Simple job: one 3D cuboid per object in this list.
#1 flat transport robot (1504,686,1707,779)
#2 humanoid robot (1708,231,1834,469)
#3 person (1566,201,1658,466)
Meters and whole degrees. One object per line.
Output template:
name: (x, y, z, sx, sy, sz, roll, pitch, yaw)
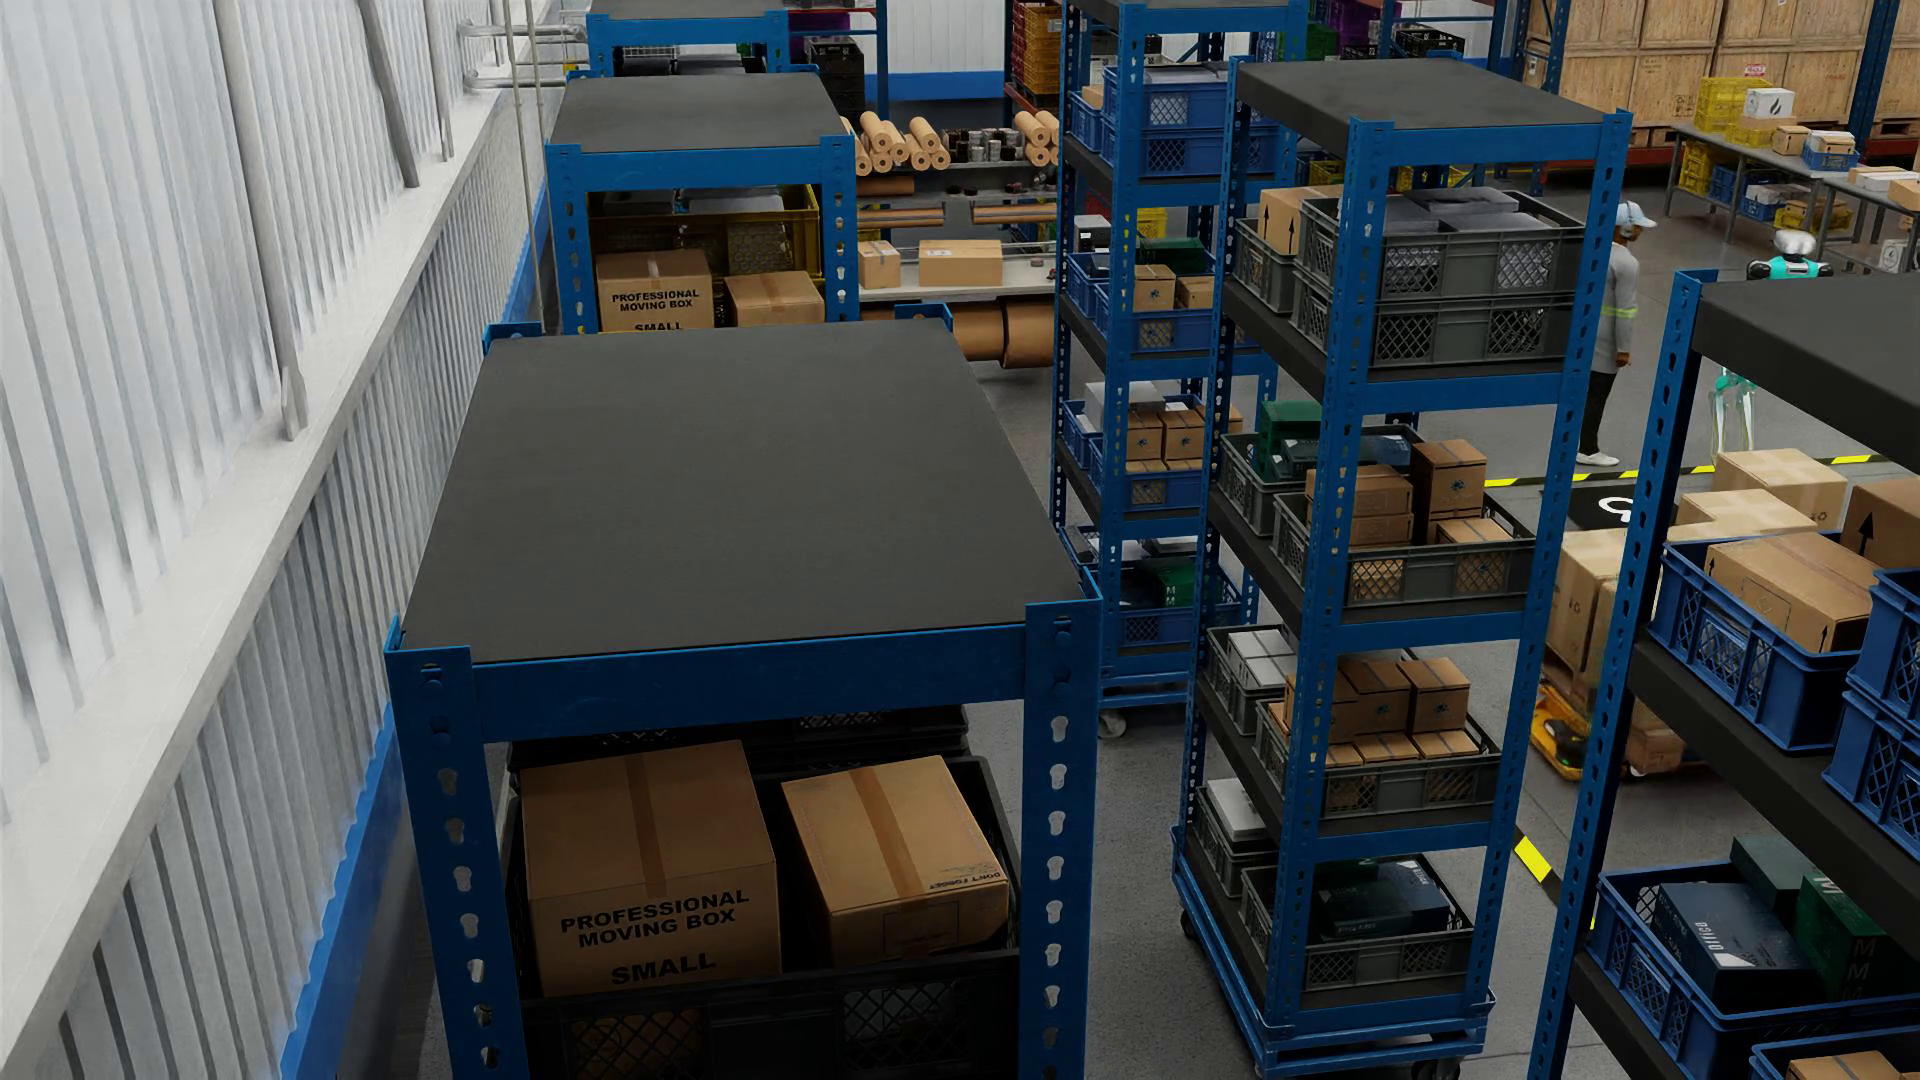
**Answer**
flat transport robot: (3.552, 0.892, 8.325, 1.431, 0.197, 0.652, -4, 25, -8)
humanoid robot: (5.371, -1.302, 11.217, 0.533, 1.672, 0.735, 1, 25, 2)
person: (4.474, -1.427, 11.507, 0.384, 1.849, 0.597, -5, 25, -11)
